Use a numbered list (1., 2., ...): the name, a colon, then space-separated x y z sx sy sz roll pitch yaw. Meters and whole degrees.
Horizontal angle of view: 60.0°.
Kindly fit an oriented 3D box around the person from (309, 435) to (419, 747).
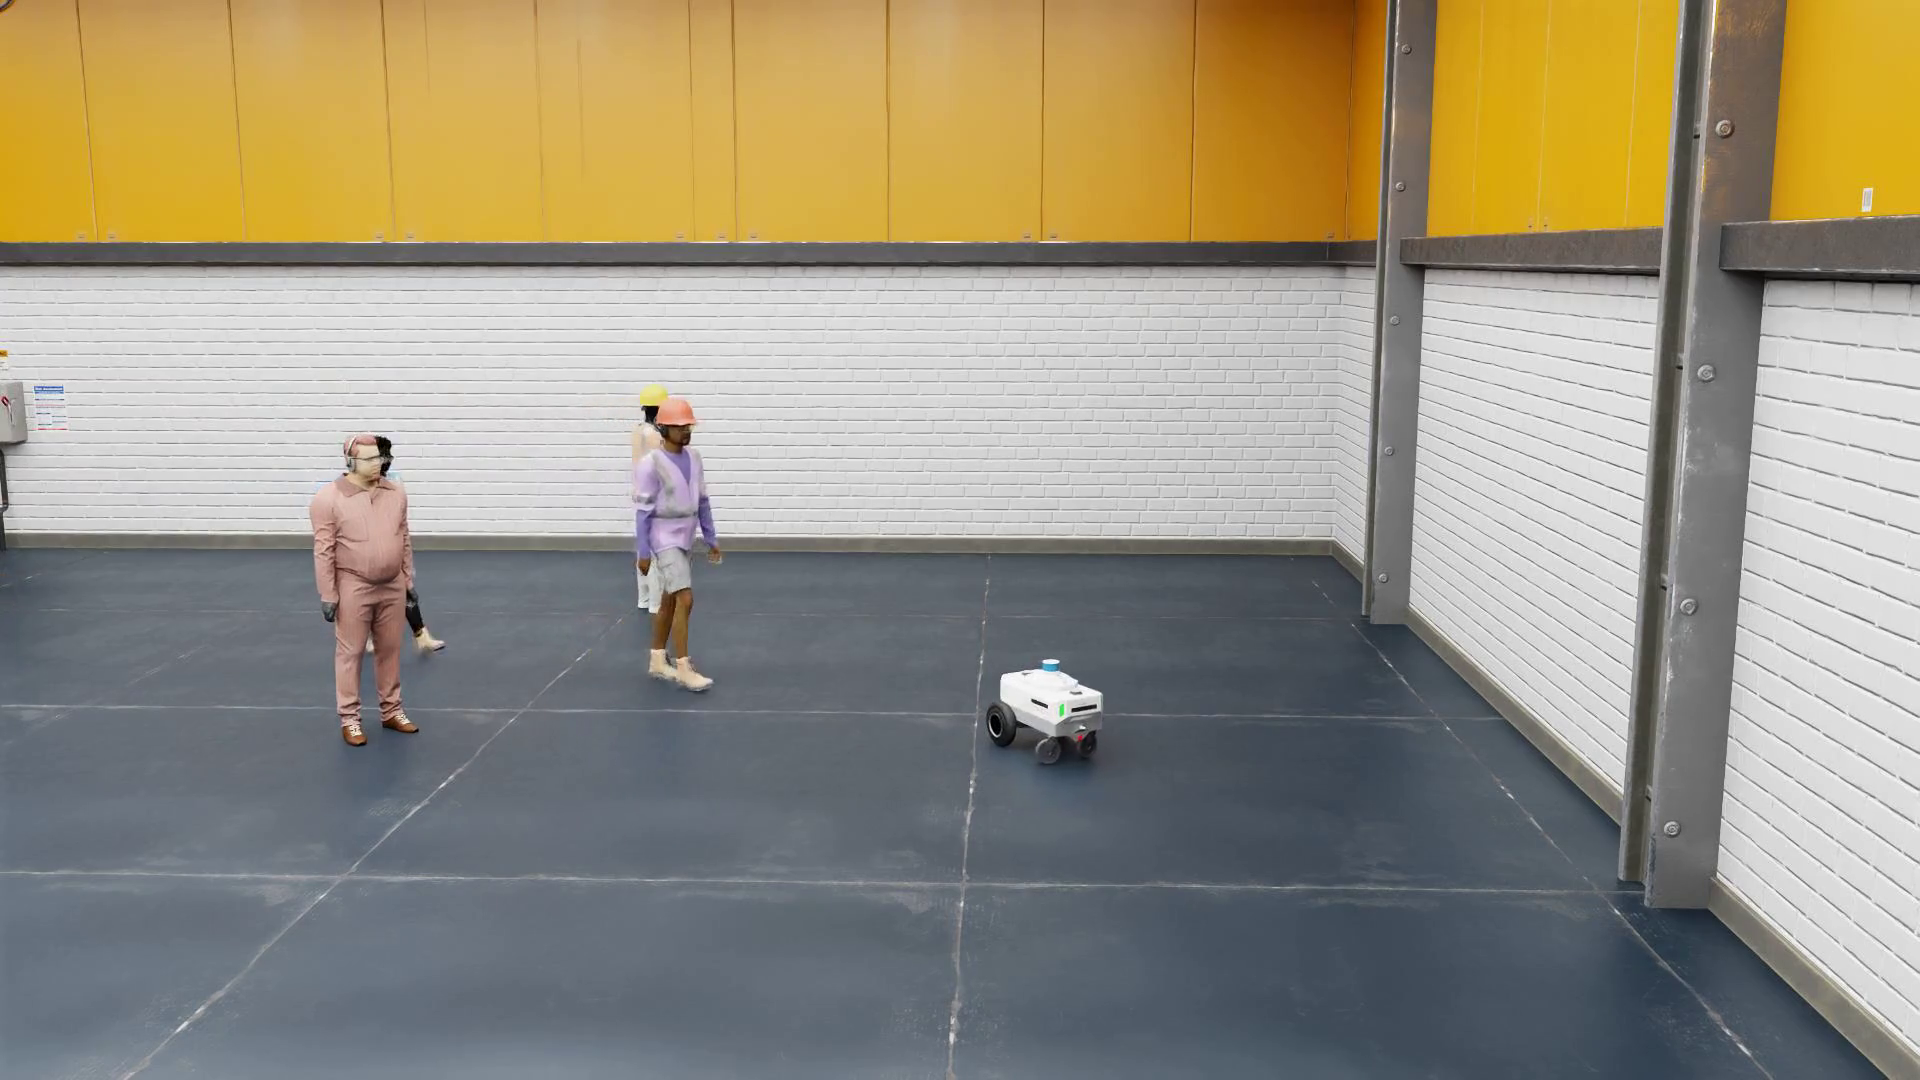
1. person: -3.645 0.299 10.284 0.408 1.905 0.654 8 13 39

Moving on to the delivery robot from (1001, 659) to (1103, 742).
1. delivery robot: 0.550 0.966 10.052 0.477 0.478 0.707 -6 11 -31

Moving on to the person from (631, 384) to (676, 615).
1. person: -2.557 -0.339 13.952 0.369 1.928 0.586 -5 11 -28

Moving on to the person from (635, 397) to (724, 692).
1. person: -1.905 0.024 11.536 0.830 2.017 0.604 5 11 27

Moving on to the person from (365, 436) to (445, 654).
1. person: -4.237 0.062 12.374 0.837 1.651 0.546 5 11 28
